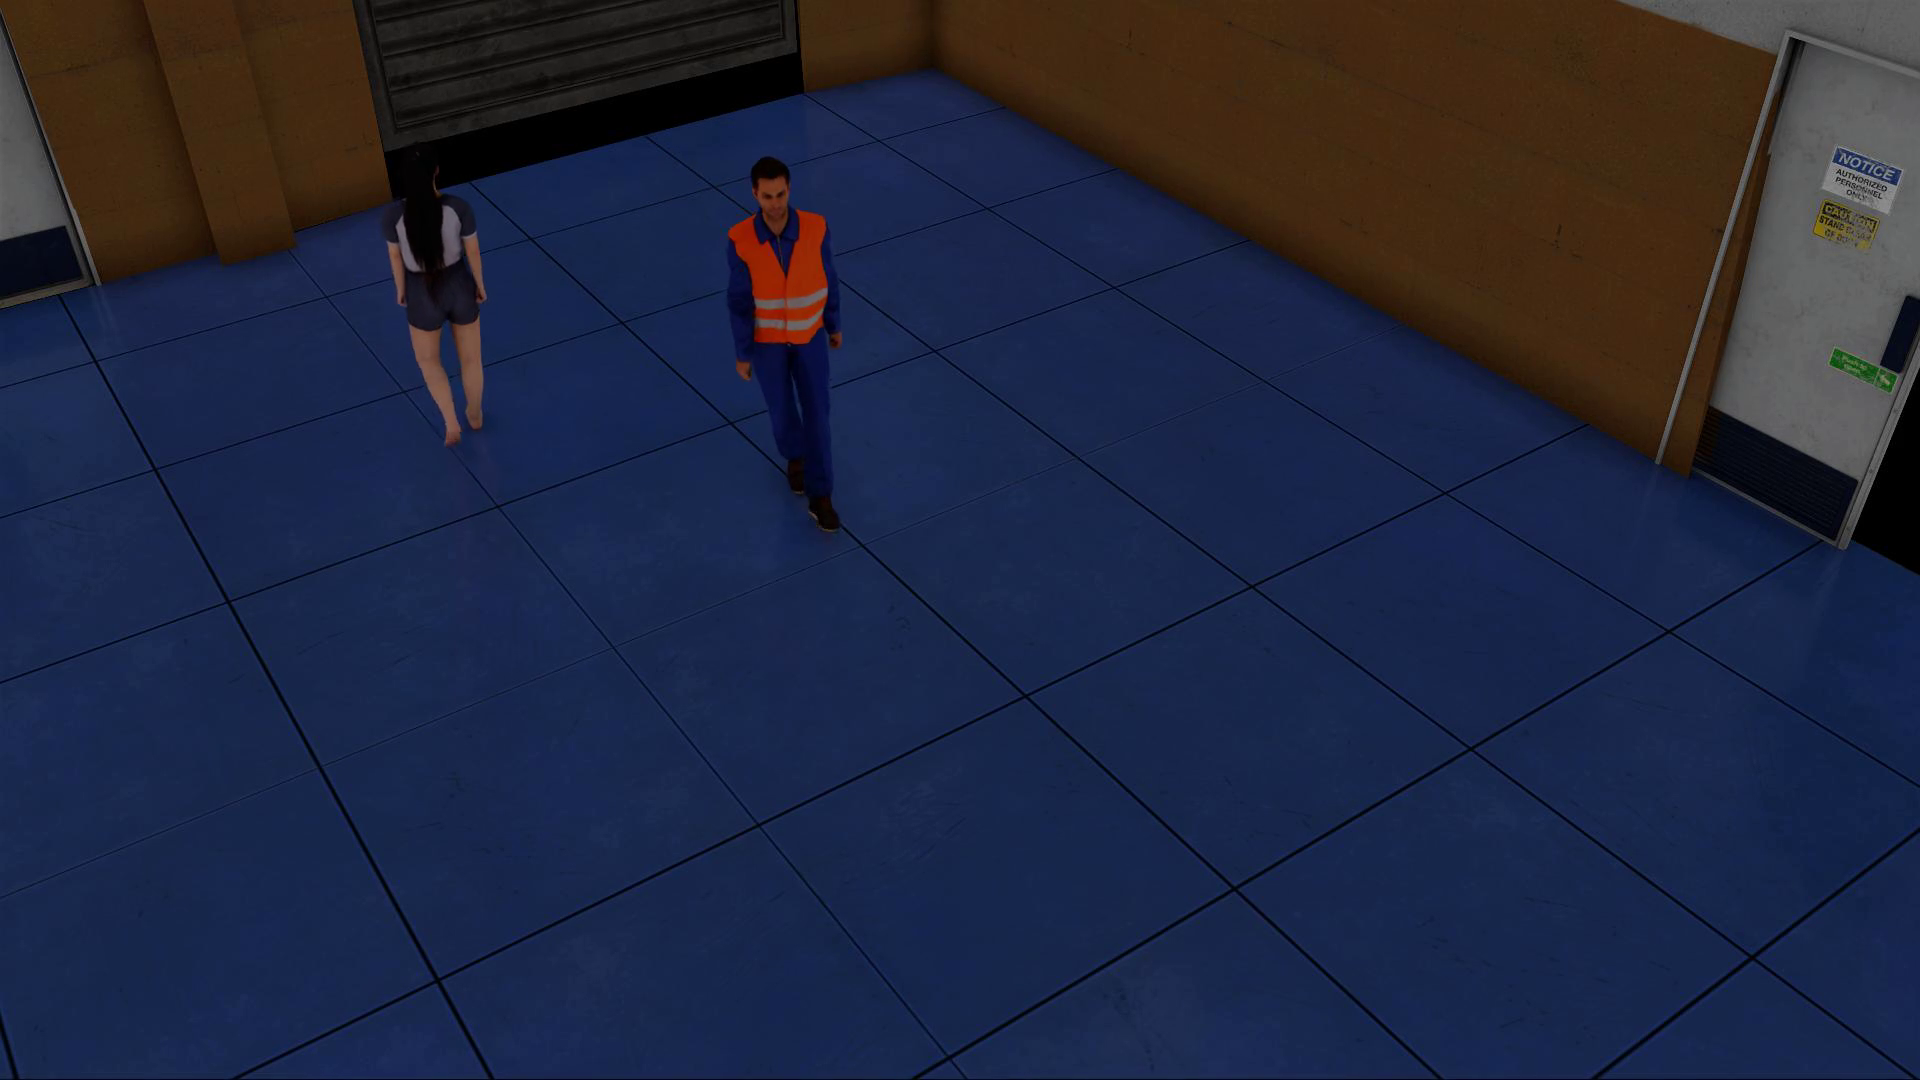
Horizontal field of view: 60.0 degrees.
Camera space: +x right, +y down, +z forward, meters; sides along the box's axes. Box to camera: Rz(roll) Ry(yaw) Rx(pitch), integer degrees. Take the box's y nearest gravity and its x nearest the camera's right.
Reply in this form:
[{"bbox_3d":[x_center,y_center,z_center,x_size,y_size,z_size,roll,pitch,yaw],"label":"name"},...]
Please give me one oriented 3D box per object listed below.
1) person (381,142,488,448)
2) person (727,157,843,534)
[{"bbox_3d":[-2.601,-1.184,8.360,0.782,1.638,0.776,-12,39,-16],"label":"person"},{"bbox_3d":[-0.847,-1.001,7.953,0.999,1.834,0.958,-8,38,-11],"label":"person"}]
